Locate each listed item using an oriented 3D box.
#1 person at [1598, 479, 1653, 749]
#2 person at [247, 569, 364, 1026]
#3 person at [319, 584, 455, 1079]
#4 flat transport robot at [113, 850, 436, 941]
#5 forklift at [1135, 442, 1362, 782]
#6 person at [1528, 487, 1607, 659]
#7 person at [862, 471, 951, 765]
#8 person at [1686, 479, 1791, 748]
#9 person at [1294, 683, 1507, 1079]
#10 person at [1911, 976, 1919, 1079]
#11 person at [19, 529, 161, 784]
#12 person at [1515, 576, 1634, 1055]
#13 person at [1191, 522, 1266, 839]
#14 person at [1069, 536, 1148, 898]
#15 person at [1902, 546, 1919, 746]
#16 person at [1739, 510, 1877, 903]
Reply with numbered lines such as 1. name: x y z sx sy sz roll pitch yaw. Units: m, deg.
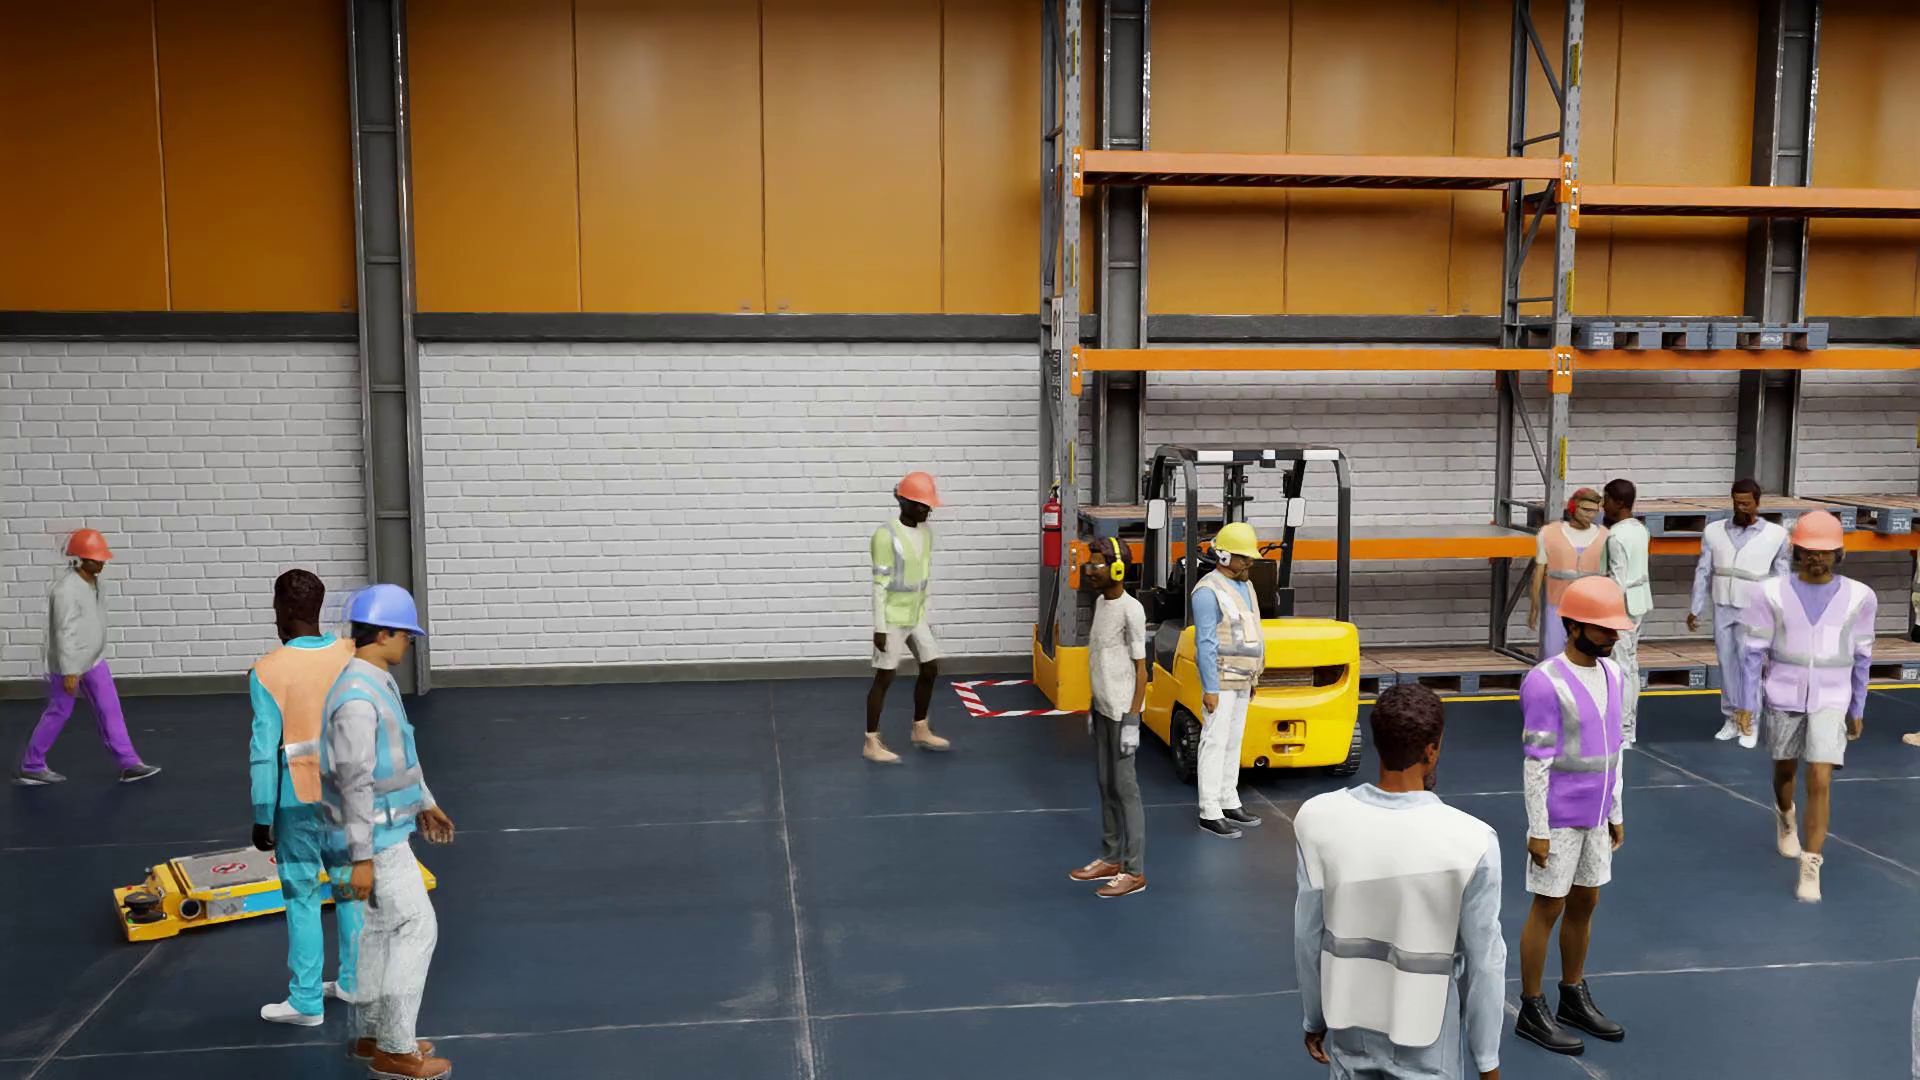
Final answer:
1. person: 4.693 0.528 11.829 0.418 1.907 0.620 4 8 34
2. person: -2.710 1.075 6.999 0.392 1.911 0.587 3 7 27
3. person: -2.199 1.127 6.447 0.515 1.920 0.628 -2 7 -18
4. flat transport robot: -3.469 1.720 8.437 1.431 0.197 0.652 -4 8 -32
5. forklift: 1.912 0.418 11.496 1.214 2.155 2.313 -1 7 -8
6. person: 4.517 0.517 12.238 0.606 1.814 0.554 1 7 10
7. person: -0.370 0.529 11.338 0.515 2.013 0.630 5 8 38
8. person: 5.542 0.517 11.894 0.596 1.900 0.609 -6 9 -43
9. person: 1.199 1.343 4.591 0.592 1.919 0.392 5 8 36
10. person: 3.678 1.185 5.905 0.417 1.939 0.610 -1 7 -12
11. person: -5.681 0.758 10.736 0.902 1.685 0.619 0 7 0
12. person: 2.497 1.097 6.707 0.544 1.930 0.389 -4 8 -32
13. person: 1.577 0.804 9.716 0.404 1.827 0.586 4 8 32
14. person: 0.791 0.907 8.622 0.327 1.871 0.514 -2 7 -18
15. person: 6.991 0.561 11.808 0.621 1.837 0.429 -3 7 -26
16. person: 4.509 0.822 8.869 0.620 2.007 1.046 3 7 26
